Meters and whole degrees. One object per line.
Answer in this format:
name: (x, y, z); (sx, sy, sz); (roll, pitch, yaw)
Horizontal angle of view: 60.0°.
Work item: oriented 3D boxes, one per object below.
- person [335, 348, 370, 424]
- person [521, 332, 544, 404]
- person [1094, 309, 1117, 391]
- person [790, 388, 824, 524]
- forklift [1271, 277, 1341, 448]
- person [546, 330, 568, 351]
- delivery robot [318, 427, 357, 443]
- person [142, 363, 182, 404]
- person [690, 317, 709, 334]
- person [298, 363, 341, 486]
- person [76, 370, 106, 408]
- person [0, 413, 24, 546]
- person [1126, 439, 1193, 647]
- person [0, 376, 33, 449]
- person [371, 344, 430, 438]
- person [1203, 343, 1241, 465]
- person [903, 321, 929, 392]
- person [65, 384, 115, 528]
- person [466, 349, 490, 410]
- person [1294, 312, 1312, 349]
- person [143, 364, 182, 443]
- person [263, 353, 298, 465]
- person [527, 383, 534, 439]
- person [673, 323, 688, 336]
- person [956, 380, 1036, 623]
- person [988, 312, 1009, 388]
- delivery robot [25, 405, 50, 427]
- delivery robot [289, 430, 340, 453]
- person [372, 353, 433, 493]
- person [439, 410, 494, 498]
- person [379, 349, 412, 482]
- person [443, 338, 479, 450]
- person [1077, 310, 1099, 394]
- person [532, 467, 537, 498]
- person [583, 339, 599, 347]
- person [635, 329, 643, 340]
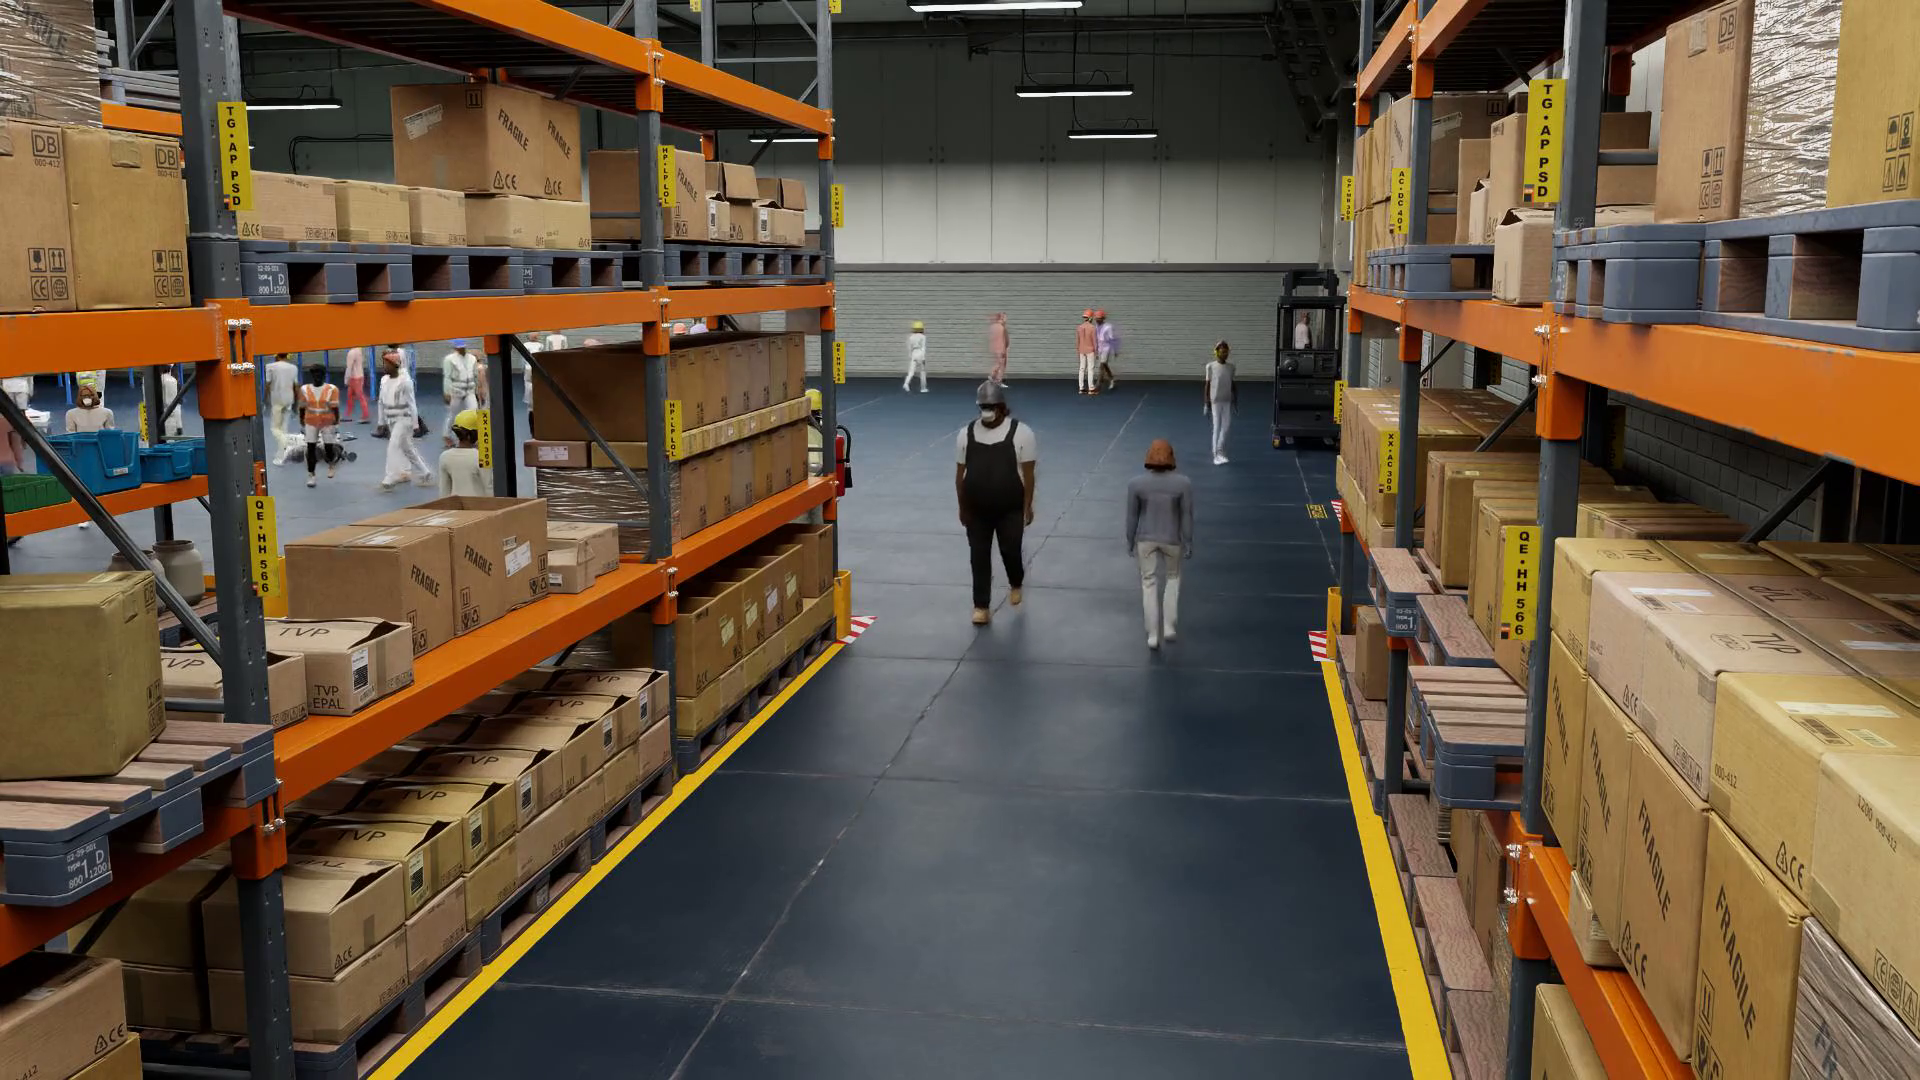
person: (-11.682, -3.092, 31.785); (0.786, 1.733, 0.552); (-1, 9, -7)
person: (-9.303, -3.731, 36.175); (0.540, 1.600, 0.819); (-5, 10, -28)
person: (3.547, -4.635, 40.618); (1.047, 1.998, 0.647); (-9, 13, -42)
person: (-1.397, -0.502, 15.554); (0.403, 1.833, 0.586); (9, 13, 42)
forklift: (5.847, -3.016, 27.970); (1.129, 2.768, 1.873); (1, 9, 9)
person: (-9.743, -4.406, 40.261); (0.535, 1.628, 0.533); (-2, 9, -11)
delivery robot: (-9.590, -1.631, 25.492); (0.335, 0.223, 0.698); (6, 11, 31)
person: (-12.589, -2.275, 26.255); (0.588, 1.913, 0.375); (0, 9, 1)
person: (-6.136, -4.373, 39.106); (0.373, 1.940, 0.629); (5, 10, 27)
person: (-8.735, -1.587, 22.722); (0.565, 1.668, 0.528); (-2, 9, -13)
person: (-14.721, -2.555, 28.179); (0.626, 1.847, 0.429); (6, 11, 33)
person: (-10.333, -0.819, 17.856); (0.919, 1.723, 0.532); (6, 11, 32)
person: (1.563, 0.010, 13.029); (0.523, 1.614, 0.557); (1, 9, 9)
person: (-15.488, -2.451, 27.269); (0.556, 1.924, 0.416); (-2, 9, -11)
person: (-9.799, -2.728, 29.117); (0.973, 1.899, 0.560); (-5, 10, -26)
person: (3.958, -2.086, 25.339); (0.546, 1.843, 0.674); (-2, 9, -14)
person: (-1.049, -4.390, 39.895); (0.492, 1.719, 0.774); (6, 11, 34)
person: (-9.915, -0.964, 19.010); (0.504, 1.632, 0.269); (-5, 11, -29)
person: (-8.071, -2.378, 27.793); (0.520, 1.610, 0.458); (9, 13, 44)
person: (8.370, -4.581, 40.484); (0.399, 1.909, 0.642); (-2, 9, -11)
person: (-10.507, -1.539, 21.868); (0.583, 1.861, 0.742); (5, 10, 26)
person: (-10.176, -2.034, 25.012); (0.586, 1.835, 0.572); (9, 13, 44)
person: (-4.970, -1.358, 20.459); (0.651, 1.946, 0.630); (-1, 9, -8)
person: (-4.959, -2.867, 29.635); (0.616, 1.993, 0.395); (0, 9, -2)
person: (0.288, -0.321, 13.925); (0.691, 2.000, 0.685); (2, 9, 12)
person: (1.020, -4.737, 41.493); (0.442, 1.897, 0.661); (-2, 10, -15)
delivery robot: (-16.585, -2.163, 29.568); (0.707, 0.478, 0.477); (-4, 10, -24)
delivery robot: (-10.014, -1.551, 25.795); (0.707, 0.478, 0.477); (-7, 12, -38)
person: (-7.477, -1.585, 22.262); (0.555, 1.838, 1.009); (7, 12, 38)
person: (-4.086, -0.200, 13.896); (0.523, 1.769, 0.320); (3, 10, 21)
person: (-7.868, -1.741, 23.189); (0.430, 1.838, 0.620); (-5, 11, -30)
person: (-8.241, -2.444, 27.373); (0.969, 1.891, 0.652); (8, 12, 41)
person: (3.047, -4.475, 39.559); (0.612, 1.995, 0.377); (8, 12, 41)
person: (-3.072, -0.117, 13.178); (0.587, 1.834, 0.403); (-6, 11, -34)
person: (-5.108, -1.814, 23.192); (0.617, 1.978, 0.493); (-6, 11, -31)
person: (-5.746, -2.837, 29.825); (0.700, 1.875, 0.480); (2, 9, 13)
